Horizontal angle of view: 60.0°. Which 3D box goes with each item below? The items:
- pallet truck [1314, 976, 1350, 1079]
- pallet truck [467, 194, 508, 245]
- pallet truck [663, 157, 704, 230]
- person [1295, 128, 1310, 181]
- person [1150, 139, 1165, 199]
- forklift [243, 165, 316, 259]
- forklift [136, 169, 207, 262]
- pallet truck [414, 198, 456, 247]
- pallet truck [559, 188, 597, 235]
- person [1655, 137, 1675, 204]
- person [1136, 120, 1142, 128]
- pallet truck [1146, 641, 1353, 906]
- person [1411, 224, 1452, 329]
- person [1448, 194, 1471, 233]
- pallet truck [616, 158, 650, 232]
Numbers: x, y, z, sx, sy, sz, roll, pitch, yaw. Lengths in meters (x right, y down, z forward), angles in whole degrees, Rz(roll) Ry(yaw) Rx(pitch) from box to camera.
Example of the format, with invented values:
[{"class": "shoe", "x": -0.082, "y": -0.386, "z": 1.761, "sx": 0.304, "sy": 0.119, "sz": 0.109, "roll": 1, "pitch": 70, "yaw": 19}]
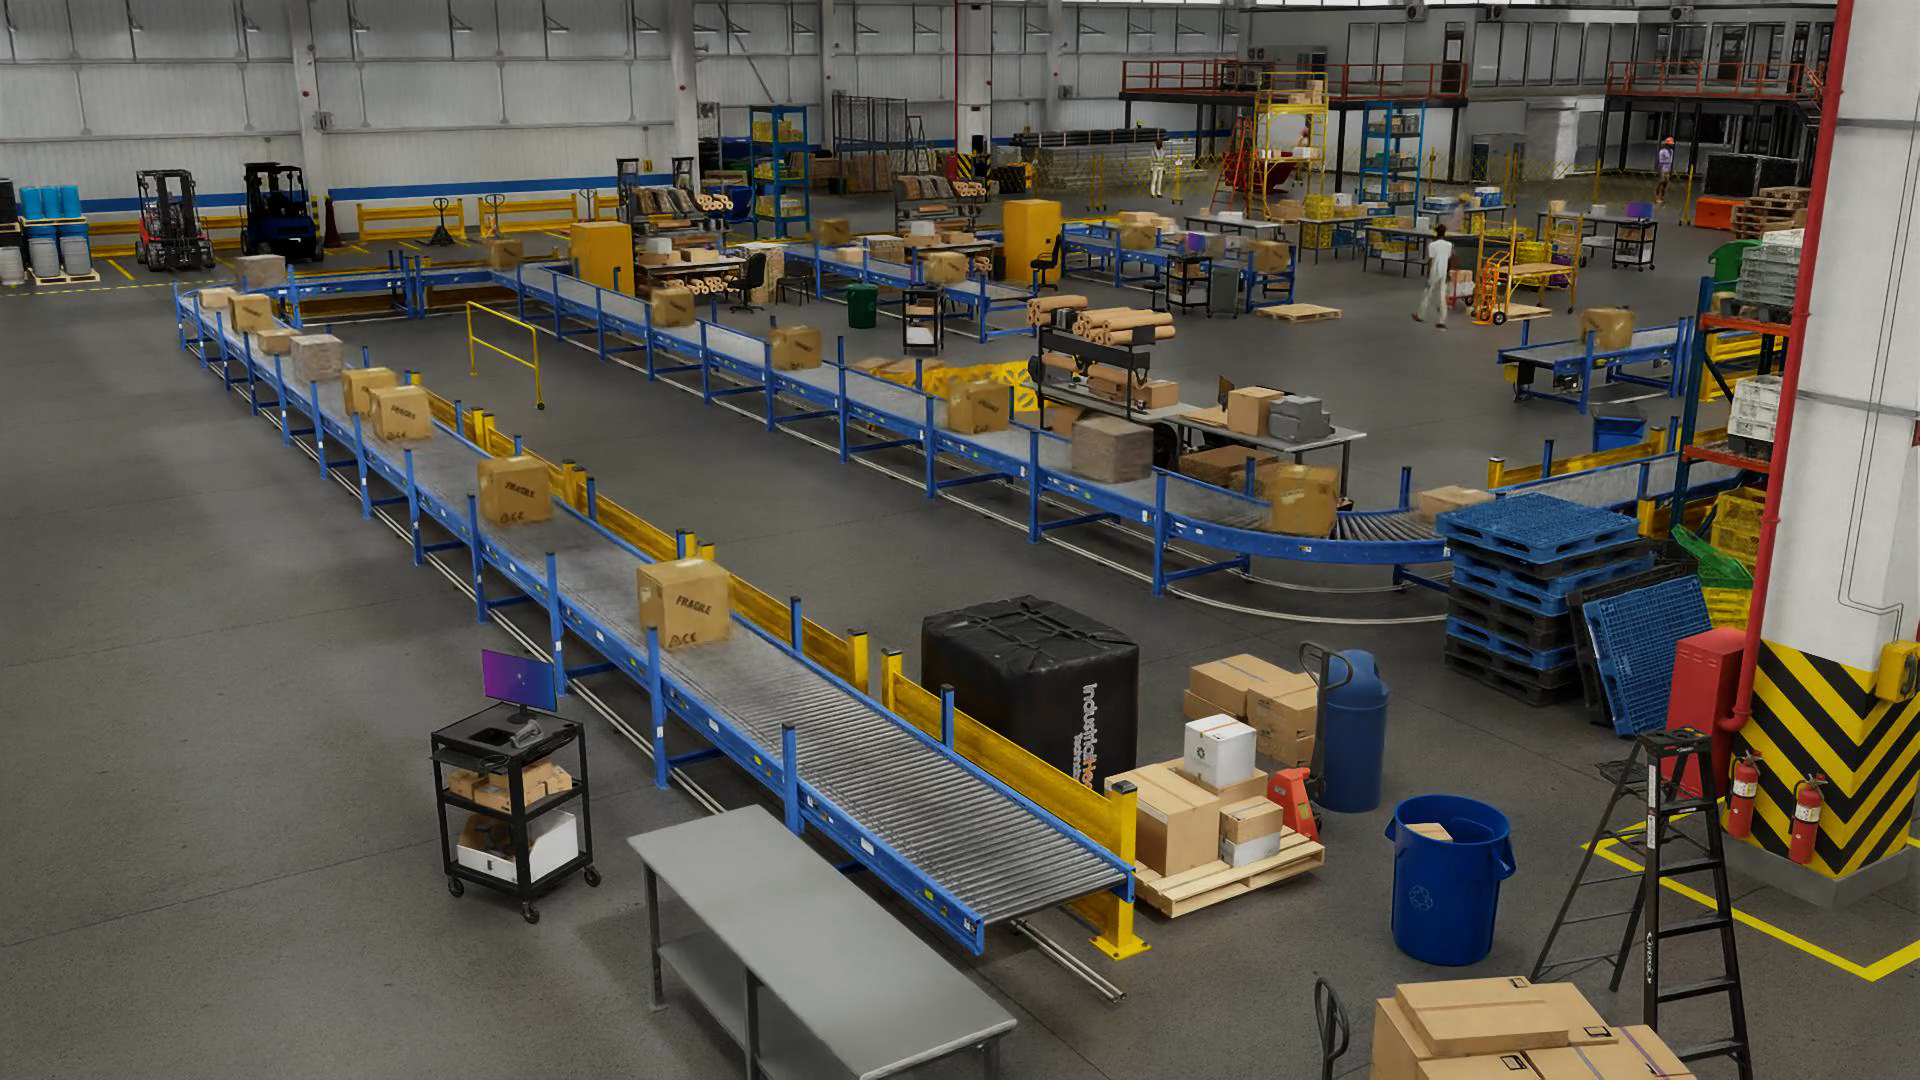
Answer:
[{"class": "pallet truck", "x": 2.299, "y": 2.390, "z": 7.086, "sx": 1.601, "sy": 1.201, "sz": 0.680, "roll": -2, "pitch": 17, "yaw": -7}, {"class": "pallet truck", "x": -11.983, "y": -8.177, "z": 42.137, "sx": 0.704, "sy": 1.261, "sz": 1.522, "roll": -11, "pitch": 20, "yaw": -33}, {"class": "pallet truck", "x": -7.586, "y": -9.308, "z": 44.692, "sx": 0.823, "sy": 1.965, "sz": 1.885, "roll": -11, "pitch": 20, "yaw": -33}, {"class": "person", "x": 12.532, "y": -14.077, "z": 60.724, "sx": 0.644, "sy": 1.903, "sz": 0.551, "roll": 12, "pitch": 21, "yaw": 35}, {"class": "person", "x": 6.417, "y": -12.029, "z": 53.941, "sx": 0.584, "sy": 1.882, "sz": 0.344, "roll": -11, "pitch": 20, "yaw": -32}, {"class": "forklift", "x": -15.898, "y": -7.669, "z": 38.708, "sx": 1.157, "sy": 1.987, "sz": 2.680, "roll": -11, "pitch": 20, "yaw": -33}, {"class": "forklift", "x": -17.842, "y": -7.318, "z": 37.559, "sx": 1.157, "sy": 1.987, "sz": 2.680, "roll": -10, "pitch": 20, "yaw": -31}, {"class": "pallet truck", "x": -13.250, "y": -8.060, "z": 41.856, "sx": 0.680, "sy": 1.201, "sz": 1.601, "roll": -10, "pitch": 20, "yaw": -31}, {"class": "pallet truck", "x": -10.010, "y": -8.652, "z": 43.699, "sx": 0.653, "sy": 1.274, "sz": 1.630, "roll": -10, "pitch": 20, "yaw": -31}, {"class": "person", "x": 22.187, "y": -11.610, "z": 52.268, "sx": 0.615, "sy": 2.044, "sz": 0.369, "roll": -11, "pitch": 20, "yaw": -32}, {"class": "person", "x": 7.067, "y": -15.624, "z": 65.830, "sx": 0.594, "sy": 1.925, "sz": 0.369, "roll": -11, "pitch": 20, "yaw": -32}, {"class": "pallet truck", "x": 1.664, "y": 1.407, "z": 10.232, "sx": 1.630, "sy": 1.274, "sz": 0.653, "roll": -10, "pitch": 20, "yaw": -31}, {"class": "person", "x": 8.483, "y": -4.720, "z": 29.722, "sx": 0.571, "sy": 1.820, "sz": 0.961, "roll": -5, "pitch": 17, "yaw": -15}, {"class": "person", "x": 11.024, "y": -6.829, "z": 36.952, "sx": 0.953, "sy": 1.696, "sz": 0.594, "roll": 9, "pitch": 19, "yaw": 27}, {"class": "pallet truck", "x": -8.918, "y": -9.176, "z": 44.255, "sx": 0.823, "sy": 1.965, "sz": 1.885, "roll": -9, "pitch": 19, "yaw": -27}]
